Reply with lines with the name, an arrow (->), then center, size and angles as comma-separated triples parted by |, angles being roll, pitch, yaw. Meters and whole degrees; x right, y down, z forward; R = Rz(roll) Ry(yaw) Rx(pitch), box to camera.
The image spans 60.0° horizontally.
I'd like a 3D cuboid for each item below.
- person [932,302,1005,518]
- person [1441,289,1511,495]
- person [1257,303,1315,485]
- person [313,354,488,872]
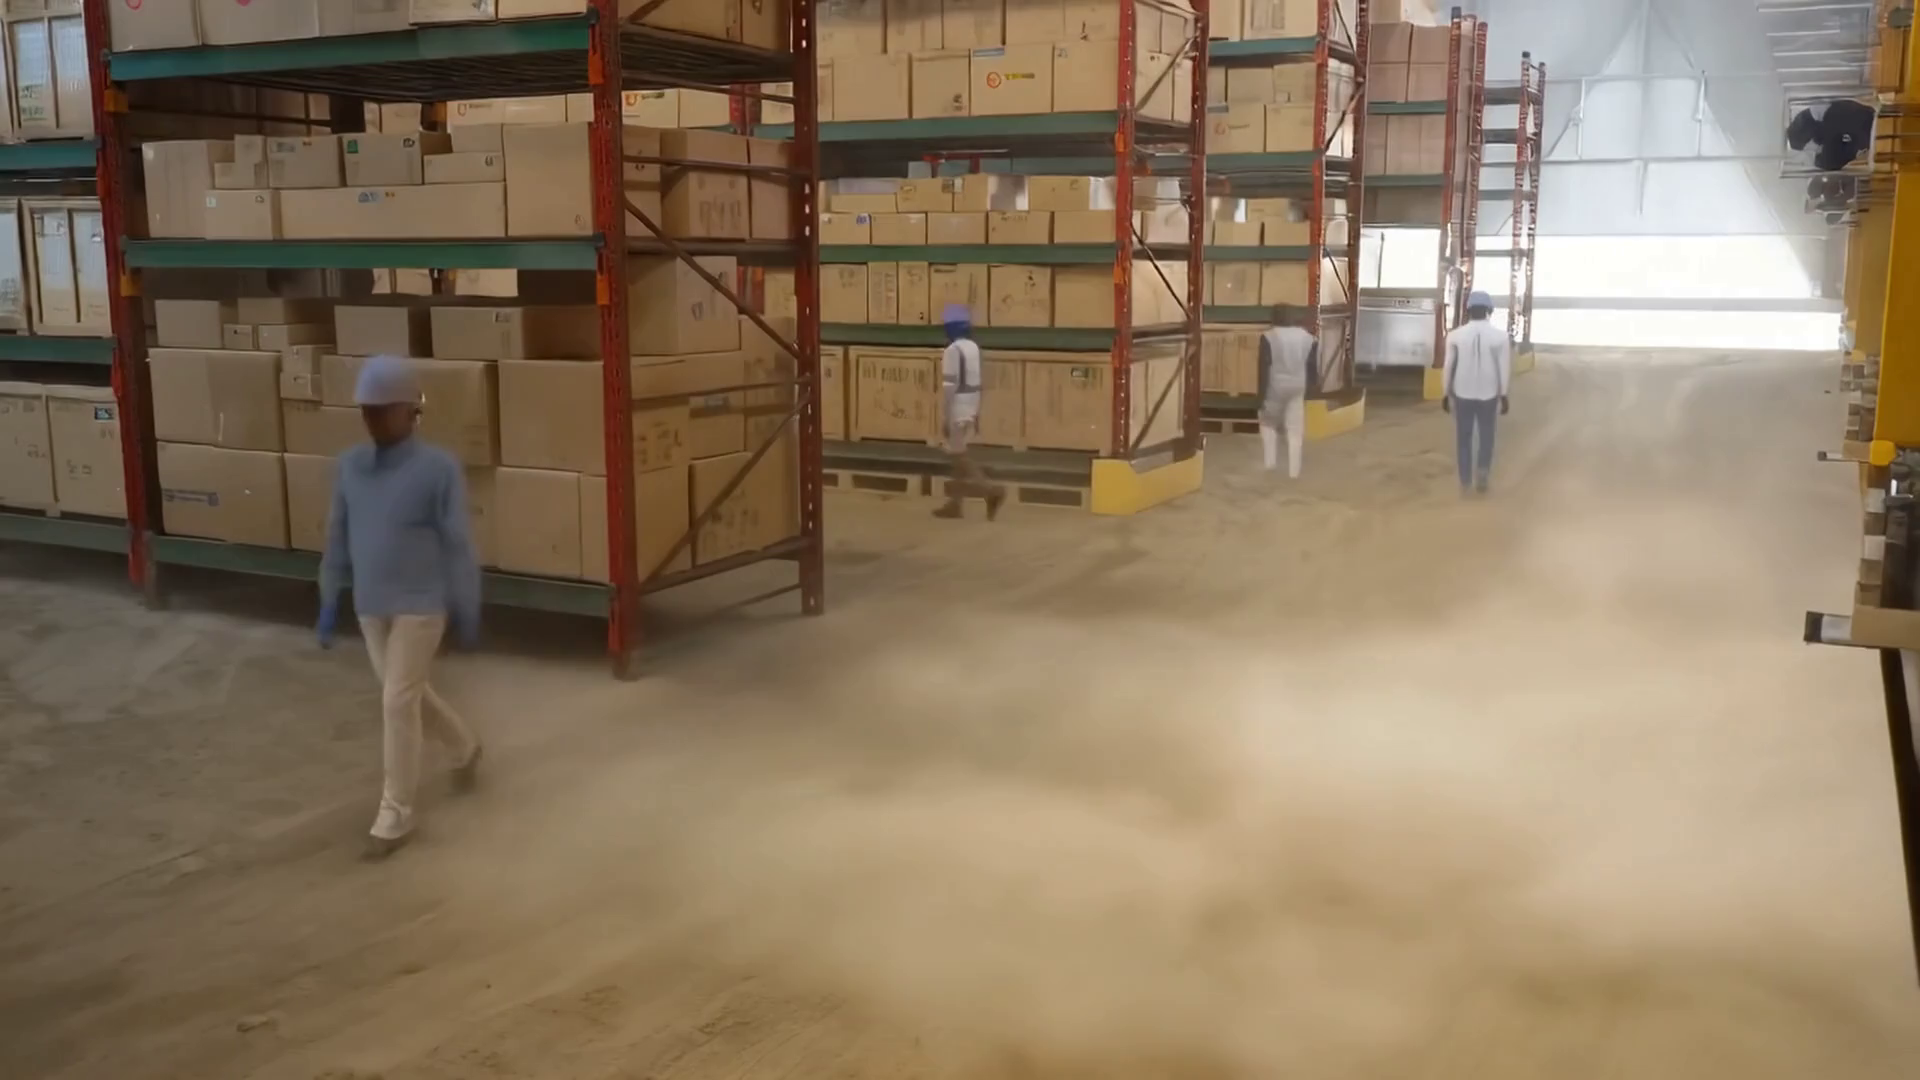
person -> 0.066, -1.101, 14.432 | 0.715, 1.919, 0.548 | 6, 11, 31
person -> 4.976, -1.426, 16.090 | 0.644, 1.980, 0.518 | 2, 10, 13
person -> 3.241, -1.467, 16.771 | 0.657, 1.822, 0.626 | -2, 10, -13
person -> -2.178, 0.228, 6.618 | 0.610, 1.964, 0.975 | 4, 11, 21
